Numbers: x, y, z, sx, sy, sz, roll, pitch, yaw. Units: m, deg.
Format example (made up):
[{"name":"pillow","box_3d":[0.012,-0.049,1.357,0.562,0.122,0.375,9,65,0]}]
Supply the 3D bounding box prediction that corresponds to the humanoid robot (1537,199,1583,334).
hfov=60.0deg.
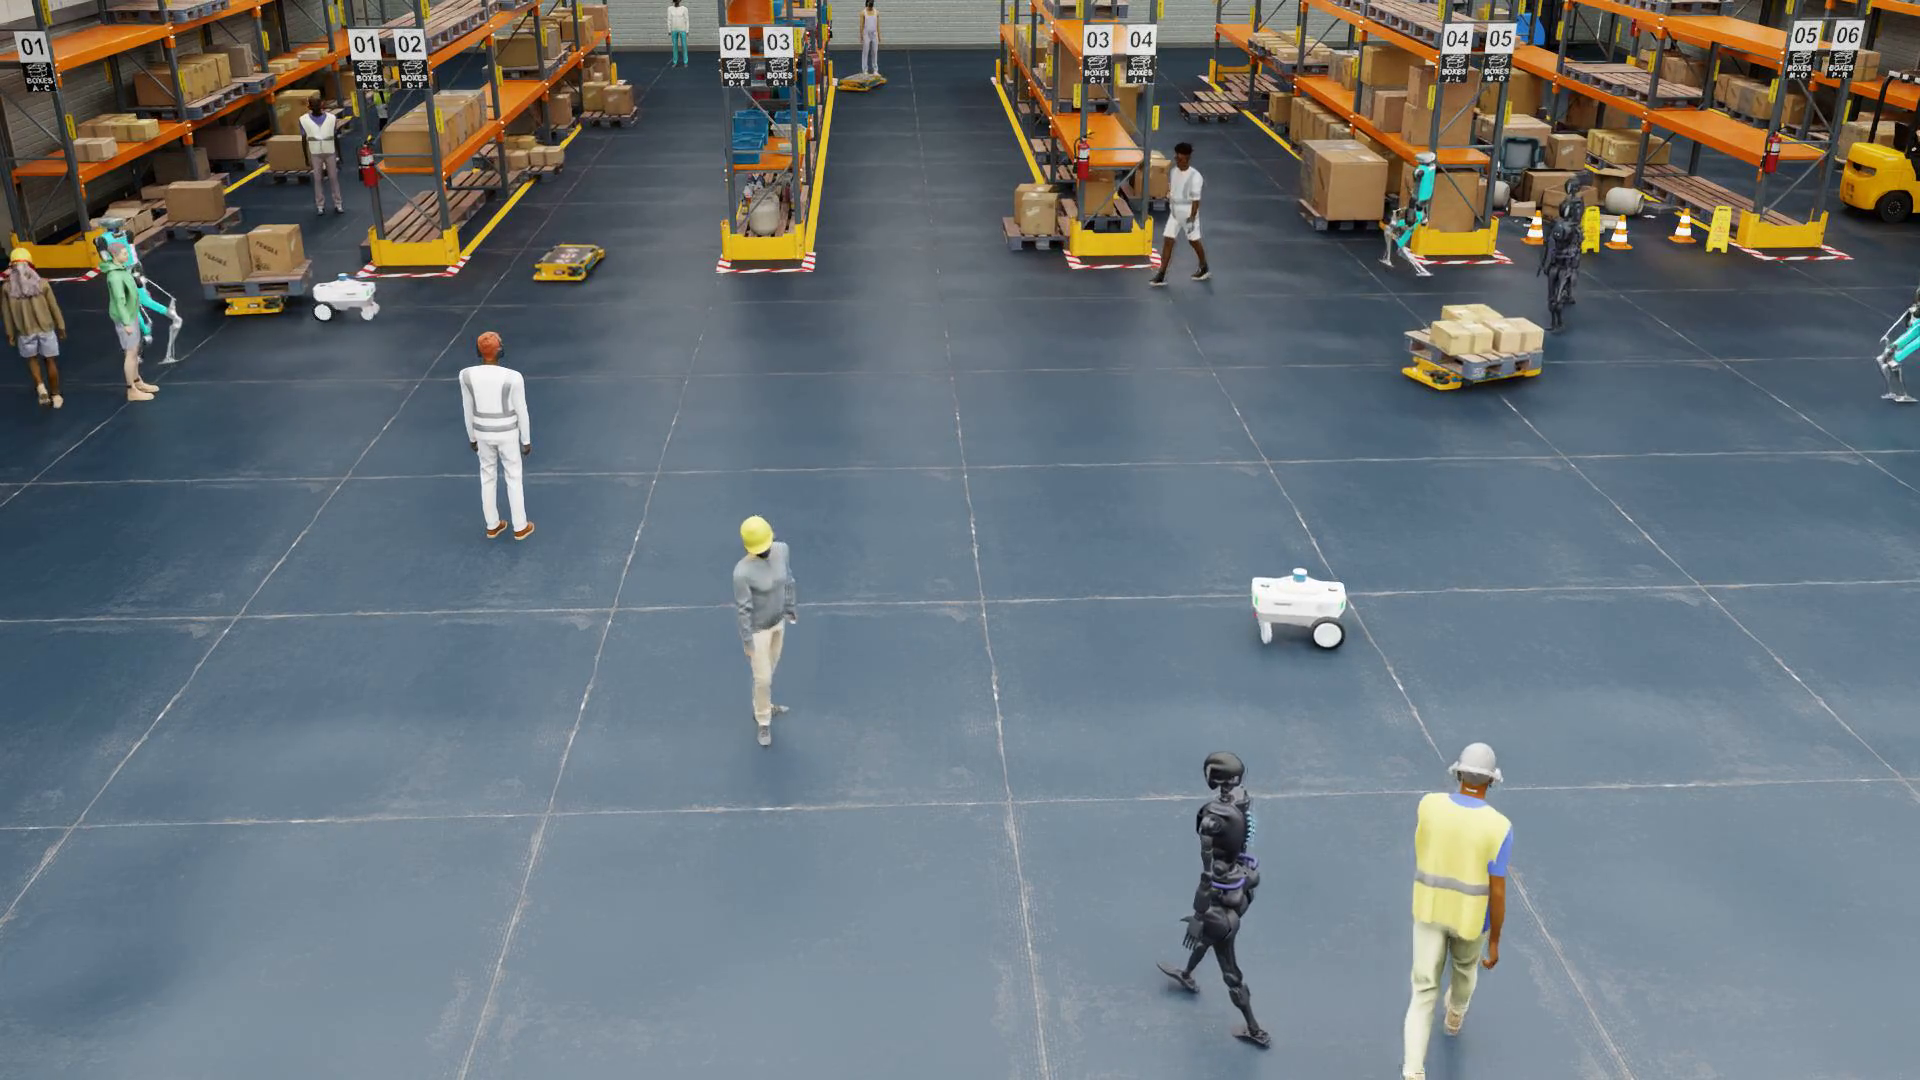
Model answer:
[{"name":"humanoid robot","box_3d":[7.318,-3.344,20.259,0.439,1.636,0.589,-16,28,-31]}]

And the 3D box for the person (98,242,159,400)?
[{"name":"person","box_3d":[-9.014,-2.373,18.009,0.317,1.736,0.479,-7,25,-15]}]

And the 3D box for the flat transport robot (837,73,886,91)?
[{"name":"flat transport robot","box_3d":[-2.234,-10.442,37.935,0.659,0.231,1.431,8,25,17]}]

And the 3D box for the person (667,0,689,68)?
[{"name":"person","box_3d":[-6.867,-12.429,40.560,0.521,1.768,0.308,2,24,5]}]

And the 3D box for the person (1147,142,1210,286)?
[{"name":"person","box_3d":[3.013,-4.374,22.288,1.054,1.911,0.610,-16,29,-32]}]

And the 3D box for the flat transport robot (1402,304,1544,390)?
[{"name":"flat transport robot","box_3d":[5.802,-1.964,18.885,1.431,0.231,0.659,-10,26,-22]}]

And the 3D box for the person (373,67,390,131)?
[{"name":"person","box_3d":[-10.800,-8.187,31.110,0.319,1.697,0.532,-9,25,-19]}]

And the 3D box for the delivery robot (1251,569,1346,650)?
[{"name":"delivery robot","box_3d":[2.664,0.525,12.962,0.784,0.613,0.512,3,24,8]}]

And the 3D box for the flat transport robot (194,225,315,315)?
[{"name":"flat transport robot","box_3d":[-9.097,-3.214,21.694,0.659,0.231,1.431,-4,24,-10]}]

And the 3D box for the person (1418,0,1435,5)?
[{"name":"person","box_3d":[11.728,-13.057,41.931,0.394,1.798,0.591,-14,28,-28]}]

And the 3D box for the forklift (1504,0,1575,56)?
[{"name":"forklift","box_3d":[14.700,-13.805,42.301,1.873,2.768,1.129,-1,24,-2]}]

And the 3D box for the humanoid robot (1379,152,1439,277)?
[{"name":"humanoid robot","box_3d":[6.058,-4.440,22.700,1.043,1.758,0.552,20,31,38]}]

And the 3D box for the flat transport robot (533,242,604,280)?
[{"name":"flat transport robot","box_3d":[-5.445,-3.877,23.184,0.659,0.231,1.431,1,24,1]}]

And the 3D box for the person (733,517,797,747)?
[{"name":"person","box_3d":[-1.346,0.571,11.407,0.454,1.719,0.611,15,28,30]}]

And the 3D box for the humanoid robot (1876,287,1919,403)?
[{"name":"humanoid robot","box_3d":[10.173,-2.307,17.787,0.687,1.747,0.530,-3,24,-7]}]

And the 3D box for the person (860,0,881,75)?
[{"name":"person","box_3d":[-2.101,-11.828,39.088,0.512,1.864,0.365,-10,26,-21]}]

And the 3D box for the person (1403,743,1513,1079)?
[{"name":"person","box_3d":[2.454,1.917,8.298,0.494,1.811,1.117,10,26,22]}]

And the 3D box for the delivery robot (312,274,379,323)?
[{"name":"delivery robot","box_3d":[-7.781,-3.053,21.004,0.816,0.613,0.499,-2,24,-4]}]

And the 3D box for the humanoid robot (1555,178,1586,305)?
[{"name":"humanoid robot","box_3d":[7.833,-3.817,21.315,0.399,1.645,0.609,0,24,1]}]

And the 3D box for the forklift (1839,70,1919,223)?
[{"name":"forklift","box_3d":[15.132,-6.143,25.915,2.313,2.155,1.214,-1,24,-2]}]

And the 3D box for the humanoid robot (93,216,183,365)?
[{"name":"humanoid robot","box_3d":[-9.262,-2.788,18.959,0.896,1.758,0.571,7,25,15]}]

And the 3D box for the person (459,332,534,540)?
[{"name":"person","box_3d":[-4.030,-0.899,14.530,0.566,1.872,0.352,1,24,3]}]

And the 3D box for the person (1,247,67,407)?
[{"name":"person","box_3d":[-9.829,-2.240,17.688,0.571,1.746,0.433,-10,26,-22]}]

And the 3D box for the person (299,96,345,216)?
[{"name":"person","box_3d":[-10.013,-6.049,26.126,0.568,1.842,0.372,-12,27,-26]}]

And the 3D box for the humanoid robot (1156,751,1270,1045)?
[{"name":"humanoid robot","box_3d":[1.344,1.837,8.667,0.749,1.628,0.611,14,27,28]}]
